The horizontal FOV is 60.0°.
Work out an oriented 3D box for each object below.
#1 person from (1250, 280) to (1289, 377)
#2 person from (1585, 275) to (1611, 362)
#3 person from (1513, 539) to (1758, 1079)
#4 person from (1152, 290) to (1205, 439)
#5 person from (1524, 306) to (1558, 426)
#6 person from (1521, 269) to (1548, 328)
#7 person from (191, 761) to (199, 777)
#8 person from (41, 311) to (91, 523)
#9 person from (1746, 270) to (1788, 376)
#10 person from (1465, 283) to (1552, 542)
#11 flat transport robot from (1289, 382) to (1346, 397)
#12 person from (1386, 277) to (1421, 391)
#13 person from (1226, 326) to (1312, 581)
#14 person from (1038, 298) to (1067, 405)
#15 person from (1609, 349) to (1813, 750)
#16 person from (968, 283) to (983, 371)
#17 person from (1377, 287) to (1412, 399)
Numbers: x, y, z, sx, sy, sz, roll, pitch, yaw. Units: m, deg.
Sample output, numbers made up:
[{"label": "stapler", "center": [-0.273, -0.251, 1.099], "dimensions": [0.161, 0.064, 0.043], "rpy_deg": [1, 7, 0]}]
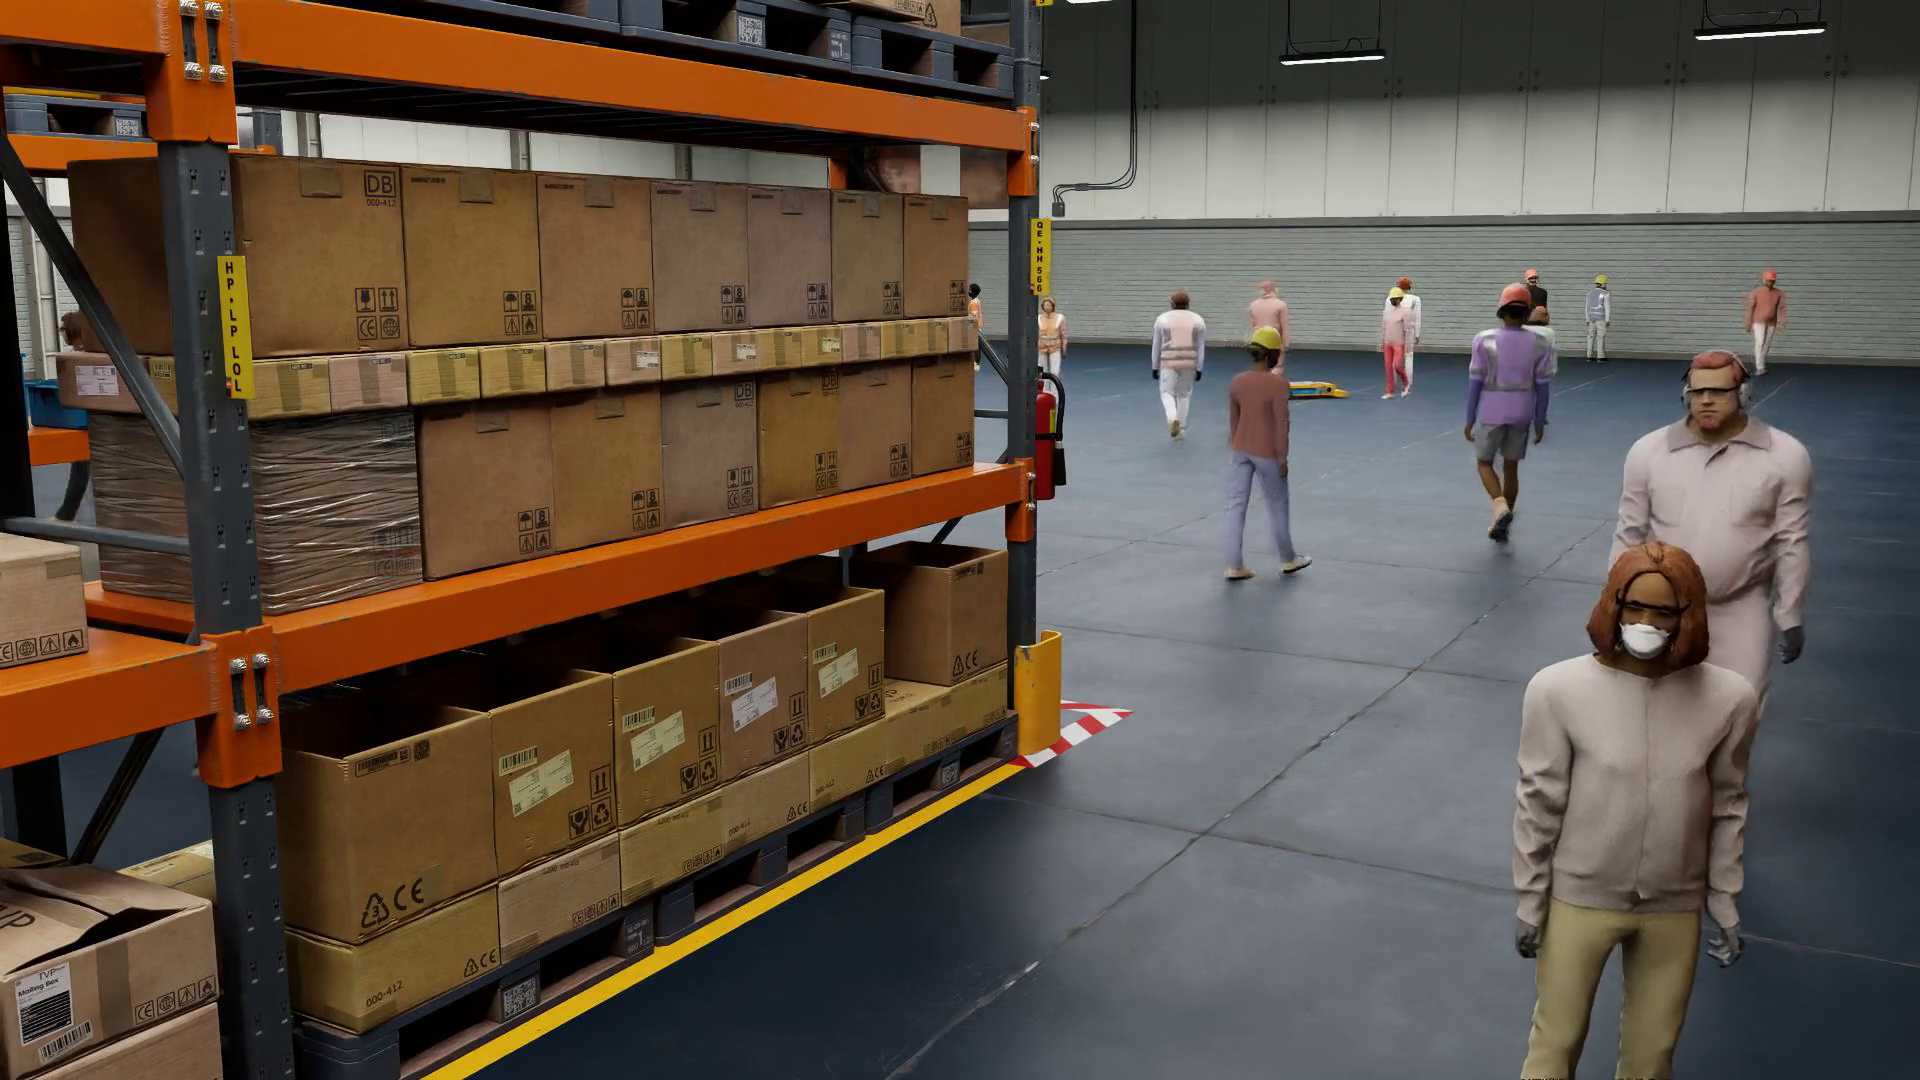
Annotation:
[{"label": "person", "center": [4.586, -2.915, 24.702], "dimensions": [0.562, 1.878, 0.665], "rpy_deg": [-9, 13, -44]}, {"label": "person", "center": [13.470, -4.667, 35.068], "dimensions": [0.404, 1.835, 0.589], "rpy_deg": [-5, 11, -28]}, {"label": "person", "center": [1.457, 0.803, 3.629], "dimensions": [0.502, 1.631, 0.286], "rpy_deg": [0, 10, 3]}, {"label": "person", "center": [2.638, -2.098, 20.063], "dimensions": [0.641, 1.825, 0.625], "rpy_deg": [0, 10, -2]}, {"label": "person", "center": [7.442, -2.230, 21.528], "dimensions": [0.864, 1.587, 0.516], "rpy_deg": [-8, 12, -37]}, {"label": "person", "center": [10.388, -3.929, 30.305], "dimensions": [0.611, 1.985, 0.393], "rpy_deg": [-3, 10, -19]}, {"label": "person", "center": [-3.201, 0.032, 7.202], "dimensions": [0.627, 1.951, 0.486], "rpy_deg": [0, 10, -1]}, {"label": "person", "center": [-7.013, -0.945, 13.420], "dimensions": [1.004, 1.796, 0.523], "rpy_deg": [1, 10, 4]}, {"label": "person", "center": [15.062, -4.029, 30.979], "dimensions": [0.628, 1.950, 0.922], "rpy_deg": [0, 10, 2]}, {"label": "person", "center": [4.224, -0.961, 12.813], "dimensions": [0.627, 2.024, 0.587], "rpy_deg": [1, 10, 3]}, {"label": "flat transport robot", "center": [5.289, -2.372, 26.200], "dimensions": [1.431, 0.197, 0.652], "rpy_deg": [-3, 10, -18]}, {"label": "person", "center": [7.317, -3.401, 27.508], "dimensions": [0.576, 1.884, 0.354], "rpy_deg": [2, 10, 12]}, {"label": "person", "center": [2.143, -0.603, 11.530], "dimensions": [0.800, 1.733, 0.547], "rpy_deg": [-9, 13, -42]}, {"label": "person", "center": [1.304, -2.776, 24.666], "dimensions": [0.538, 1.604, 0.805], "rpy_deg": [2, 10, 9]}, {"label": "person", "center": [2.727, 0.251, 6.103], "dimensions": [0.682, 1.892, 0.441], "rpy_deg": [6, 11, 30]}, {"label": "person", "center": [0.277, -4.118, 32.245], "dimensions": [0.318, 1.700, 0.537], "rpy_deg": [1, 10, 6]}, {"label": "person", "center": [6.771, -3.064, 25.919], "dimensions": [0.384, 1.753, 0.535], "rpy_deg": [-7, 12, -36]}]
